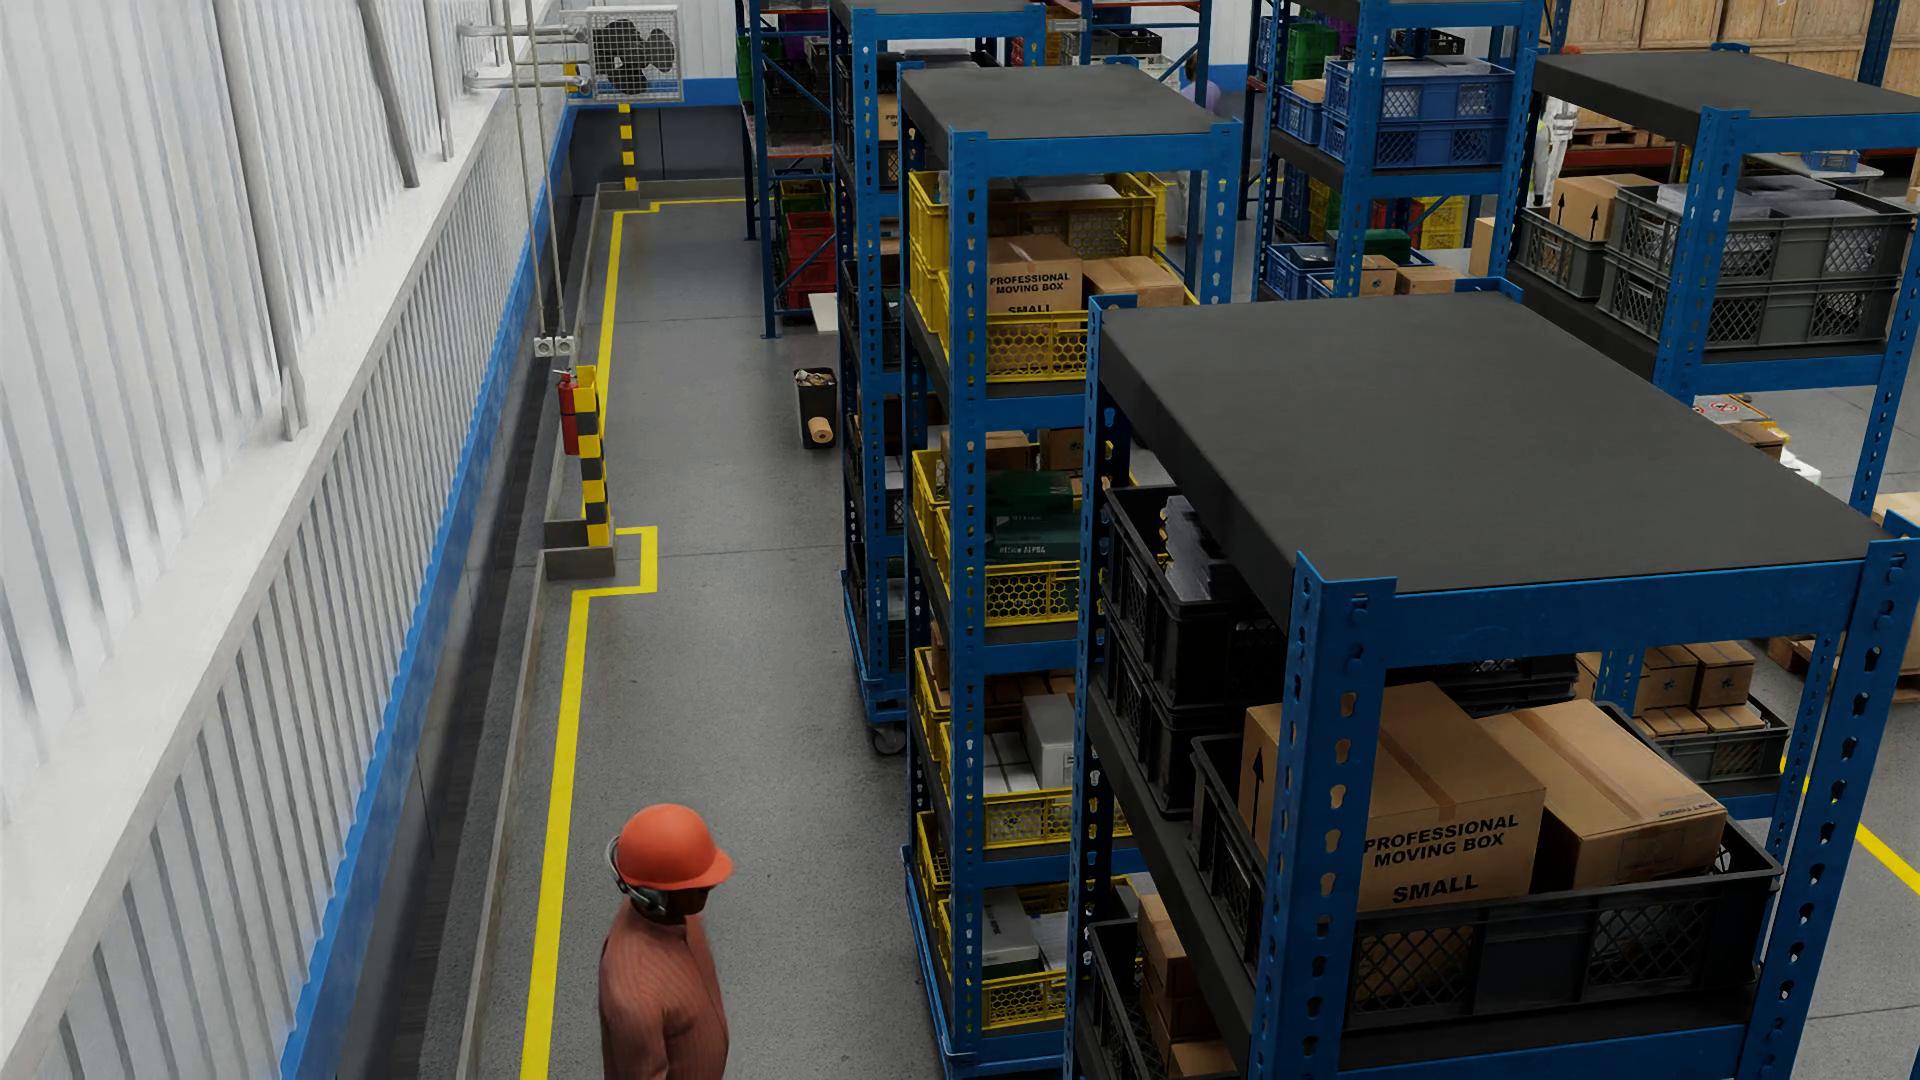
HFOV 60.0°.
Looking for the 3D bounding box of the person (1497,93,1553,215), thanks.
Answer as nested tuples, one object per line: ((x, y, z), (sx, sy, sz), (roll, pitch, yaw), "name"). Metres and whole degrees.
((5.292, -3.331, 15.655), (0.429, 1.839, 0.644), (-10, 26, -20), "person")

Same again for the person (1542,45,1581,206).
((6.343, -4.277, 17.648), (0.356, 1.883, 0.574), (20, 31, 36), "person")

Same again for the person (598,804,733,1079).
((-0.807, 1.604, 4.752), (0.408, 1.987, 0.618), (0, 25, 0), "person")

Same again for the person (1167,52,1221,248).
((2.370, -3.955, 16.882), (0.352, 1.937, 0.635), (22, 33, 39), "person")
